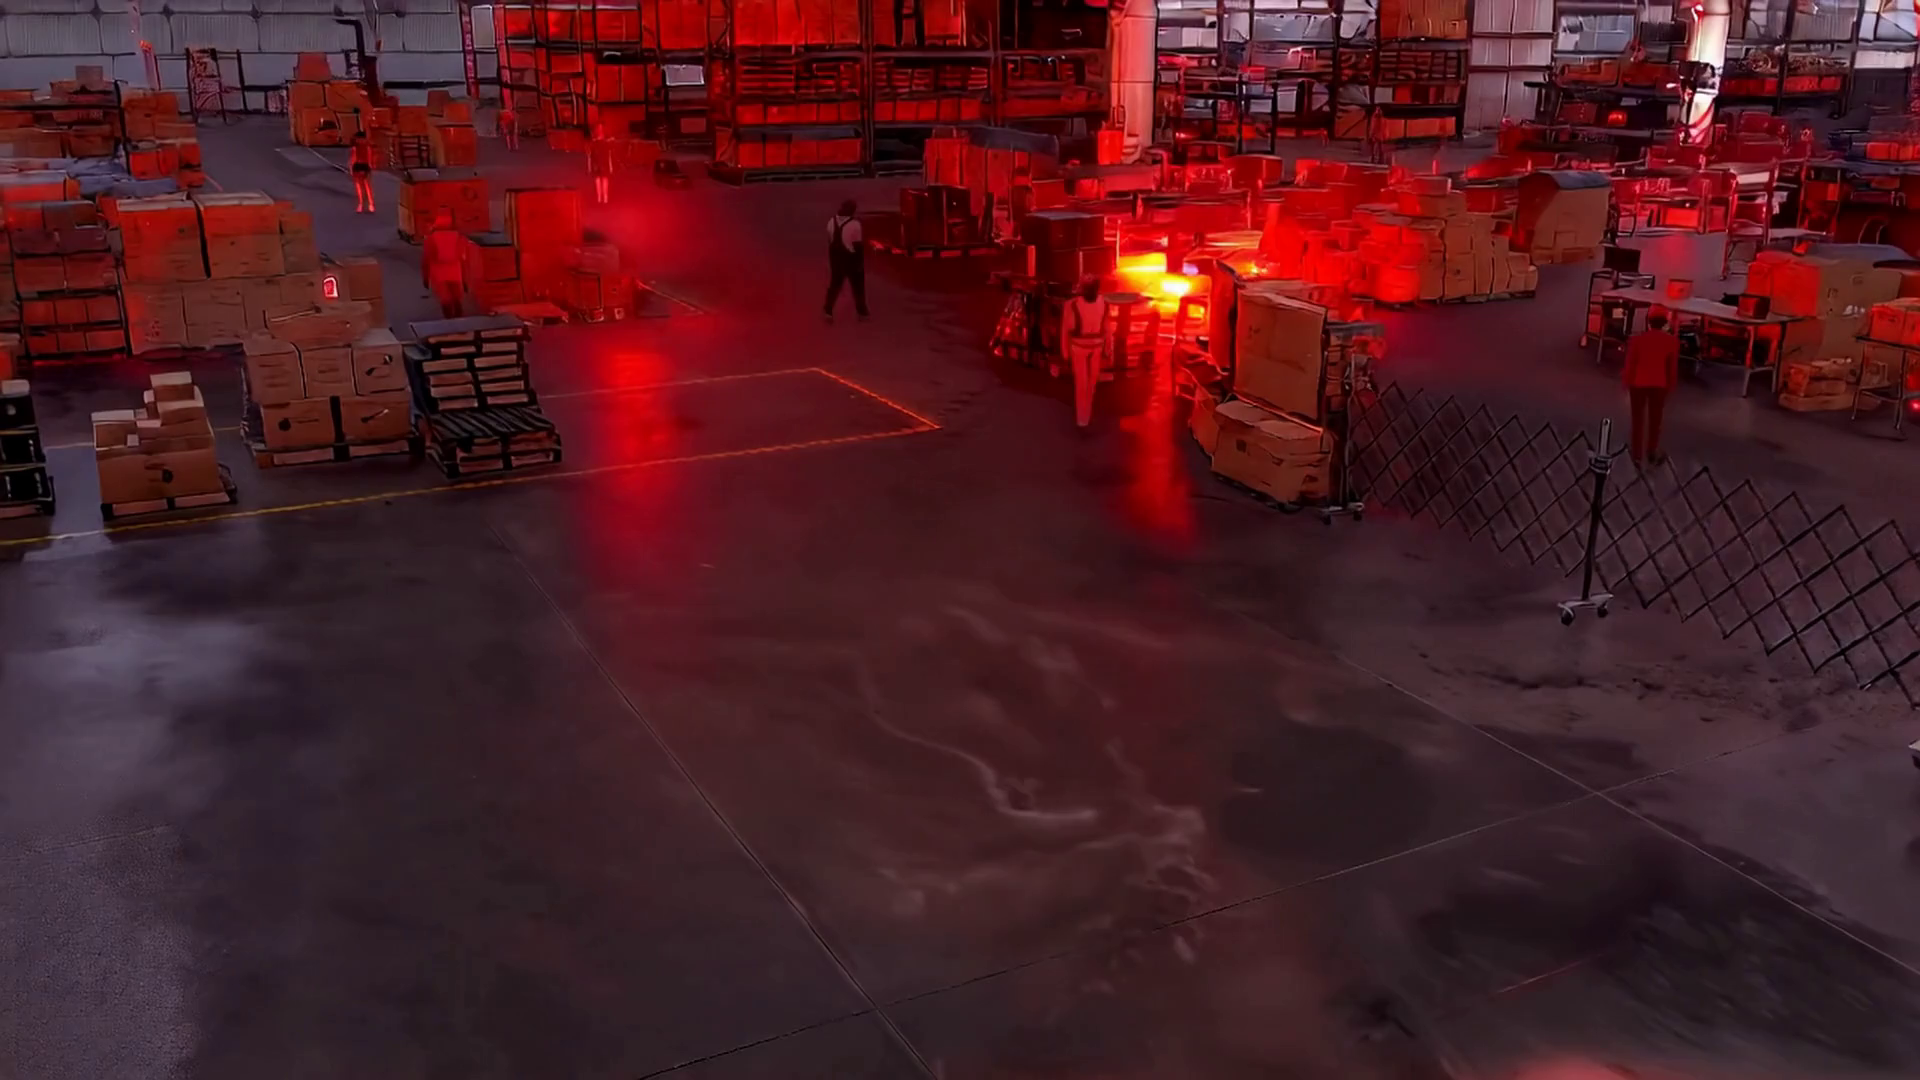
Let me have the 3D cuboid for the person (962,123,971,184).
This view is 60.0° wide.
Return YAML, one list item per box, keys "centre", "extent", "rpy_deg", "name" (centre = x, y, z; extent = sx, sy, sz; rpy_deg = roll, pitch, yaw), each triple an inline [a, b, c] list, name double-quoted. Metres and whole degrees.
- centre: [0.227, -10.774, 46.361]
  extent: [0.321, 1.685, 0.542]
  rpy_deg: [-6, 19, -17]
  name: "person"

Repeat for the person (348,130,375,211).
- centre: [-14.507, -8.936, 40.239]
  extent: [0.542, 1.928, 0.399]
  rpy_deg: [-14, 22, -37]
  name: "person"

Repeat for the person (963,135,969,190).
- centre: [0.330, -9.444, 42.241]
  extent: [0.844, 1.664, 0.537]
  rpy_deg: [-12, 21, -32]
  name: "person"

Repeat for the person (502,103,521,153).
- centre: [-15.153, -13.884, 56.093]
  extent: [0.536, 1.649, 0.858]
  rpy_deg: [-11, 21, -30]
  name: "person"

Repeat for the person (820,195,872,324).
- centre: [-1.811, -4.368, 25.806]
  extent: [0.688, 2.000, 0.962]
  rpy_deg: [12, 21, 33]
  name: "person"

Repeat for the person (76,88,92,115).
- centre: [-32.554, -15.895, 62.017]
  extent: [0.593, 1.878, 0.980]
  rpy_deg: [-5, 18, -15]
  name: "person"

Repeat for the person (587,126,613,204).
- centre: [-9.059, -9.432, 41.811]
  extent: [0.629, 1.905, 1.002]
  rpy_deg: [-3, 18, -9]
  name: "person"

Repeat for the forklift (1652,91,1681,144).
- centre: [25.338, -15.070, 57.816]
  extent: [1.129, 2.768, 1.873]
  rpy_deg: [-12, 21, -33]
  name: "forklift"

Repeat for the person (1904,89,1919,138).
- centre: [34.923, -15.545, 60.885]
  extent: [0.640, 1.886, 1.050]
  rpy_deg: [9, 20, 26]
  name: "person"

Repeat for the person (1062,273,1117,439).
- centre: [1.520, -2.084, 18.954]
  extent: [0.610, 1.866, 0.730]
  rpy_deg: [-6, 19, -18]
  name: "person"

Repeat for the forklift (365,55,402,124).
- centre: [-24.456, -18.761, 69.323]
  extent: [1.873, 2.768, 1.129]
  rpy_deg: [-9, 20, -26]
  name: "forklift"

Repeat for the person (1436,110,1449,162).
- centre: [15.358, -12.828, 52.842]
  extent: [0.343, 1.618, 0.529]
  rpy_deg: [-5, 18, -15]
  name: "person"

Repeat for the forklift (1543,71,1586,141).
- centre: [18.685, -13.231, 52.085]
  extent: [1.873, 2.768, 1.129]
  rpy_deg: [-9, 20, -26]
  name: "forklift"

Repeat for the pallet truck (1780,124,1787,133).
- centre: [25.206, -12.542, 52.601]
  extent: [1.601, 1.201, 0.680]
  rpy_deg: [0, 18, -2]
  name: "pallet truck"

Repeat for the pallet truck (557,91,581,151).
- centre: [-13.495, -14.412, 57.188]
  extent: [0.823, 1.965, 1.885]
  rpy_deg: [-3, 18, -9]
  name: "pallet truck"

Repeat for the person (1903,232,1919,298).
- centre: [15.429, -4.560, 26.693]
  extent: [0.546, 1.860, 0.380]
  rpy_deg: [-17, 24, -42]
  name: "person"

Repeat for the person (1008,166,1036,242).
- centre: [1.157, -6.051, 31.297]
  extent: [0.558, 1.939, 0.643]
  rpy_deg: [9, 20, 25]
  name: "person"

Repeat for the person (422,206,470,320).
- centre: [-7.479, -3.831, 24.183]
  extent: [0.635, 2.013, 0.815]
  rpy_deg: [-9, 20, -26]
  name: "person"

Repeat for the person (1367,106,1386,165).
- centre: [12.501, -12.096, 50.140]
  extent: [0.397, 1.898, 0.644]
  rpy_deg: [-10, 21, -30]
  name: "person"

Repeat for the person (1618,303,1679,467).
- centre: [7.355, -1.669, 17.836]
  extent: [0.554, 1.750, 0.489]
  rpy_deg: [3, 18, 10]
  name: "person"

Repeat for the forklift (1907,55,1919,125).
- centre: [40.097, -18.921, 69.823]
  extent: [1.129, 2.768, 1.873]
  rpy_deg: [-9, 20, -26]
  name: "forklift"

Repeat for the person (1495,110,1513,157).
- centre: [16.252, -11.906, 49.667]
  extent: [0.542, 1.821, 0.594]
  rpy_deg: [-8, 19, -23]
  name: "person"

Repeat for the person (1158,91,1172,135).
- centre: [7.862, -16.418, 63.703]
  extent: [0.590, 1.827, 0.623]
  rpy_deg: [-7, 19, -20]
  name: "person"

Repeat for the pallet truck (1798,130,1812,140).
- centre: [25.526, -11.556, 49.408]
  extent: [1.630, 1.274, 0.653]
  rpy_deg: [-9, 20, -26]
  name: "pallet truck"
